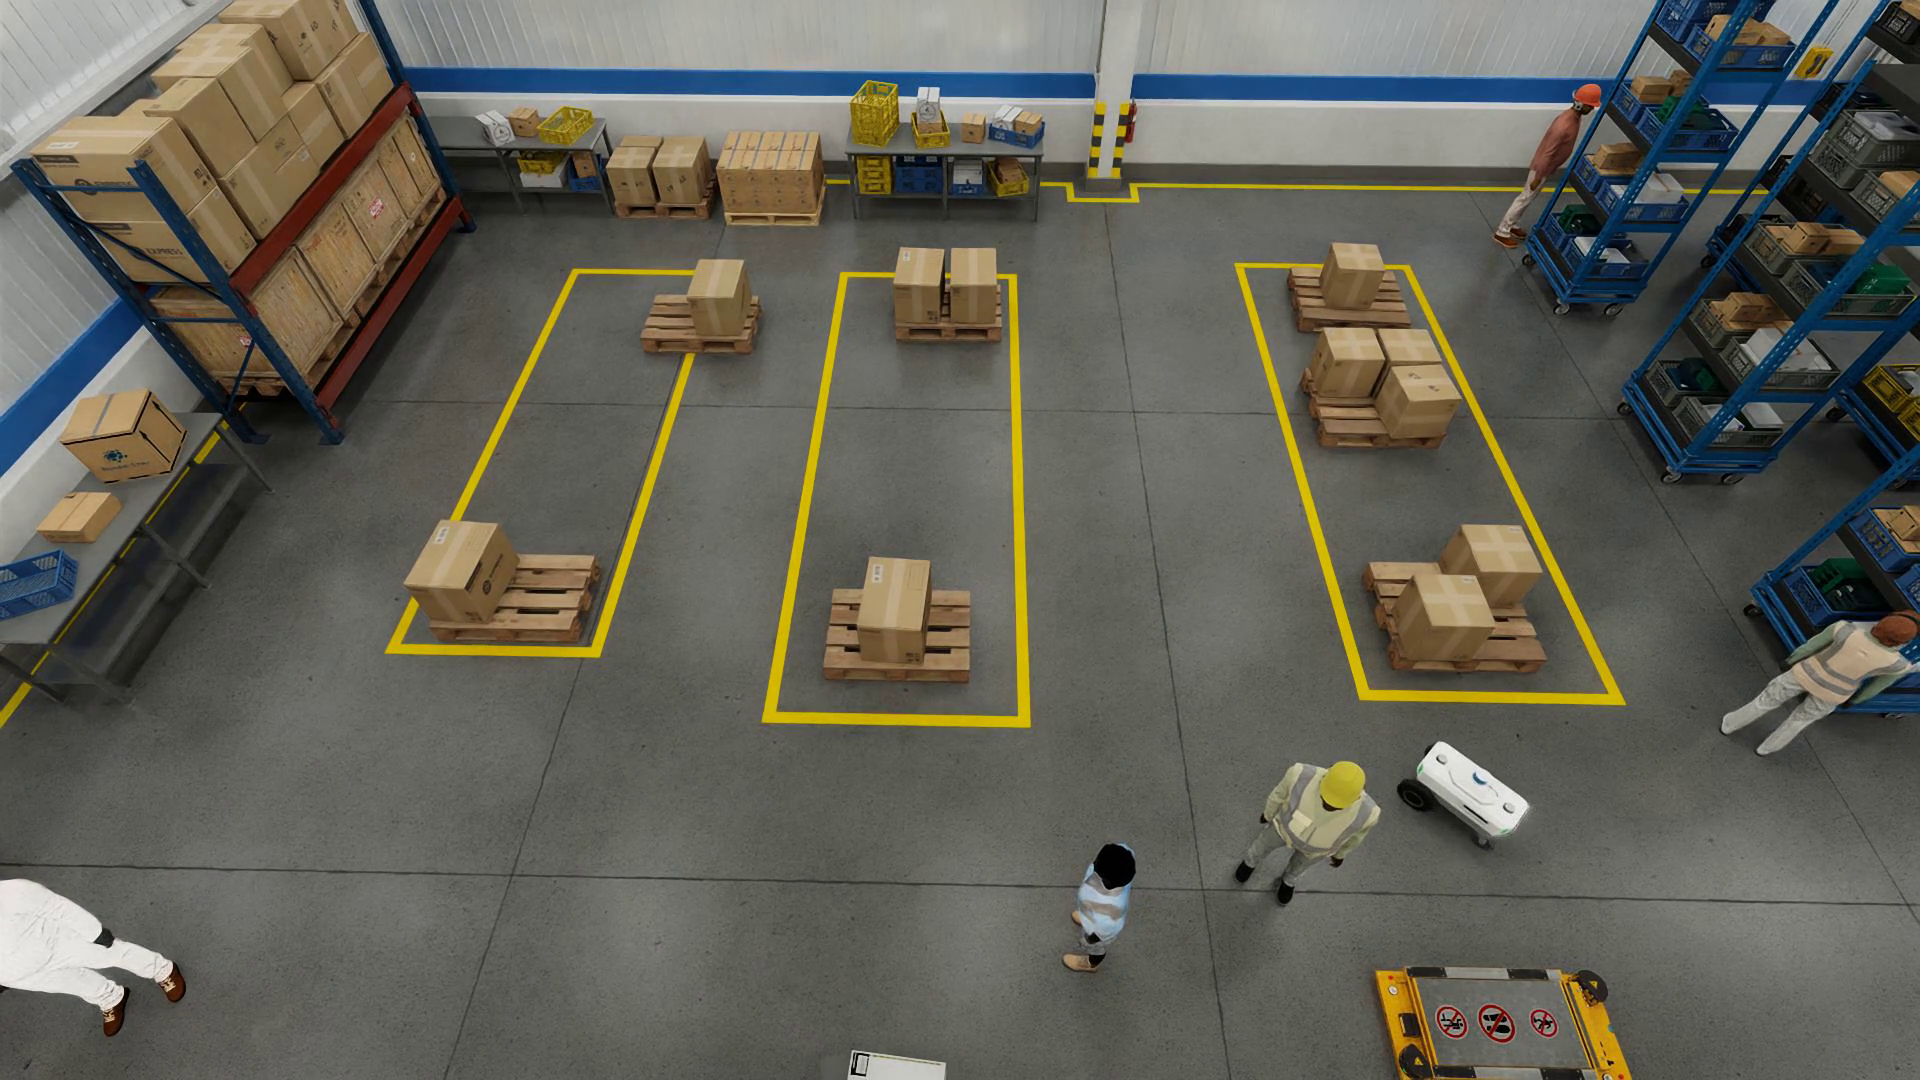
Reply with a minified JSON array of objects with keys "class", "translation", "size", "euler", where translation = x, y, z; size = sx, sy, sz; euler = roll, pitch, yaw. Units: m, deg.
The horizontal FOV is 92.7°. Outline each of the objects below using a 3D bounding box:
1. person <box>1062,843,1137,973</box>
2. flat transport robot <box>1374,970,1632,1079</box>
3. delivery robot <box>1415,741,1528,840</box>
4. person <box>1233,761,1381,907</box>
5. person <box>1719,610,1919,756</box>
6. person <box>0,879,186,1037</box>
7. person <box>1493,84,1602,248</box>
[{"class":"person","translation":[0.872,2.283,5.693],"size":[0.319,1.696,0.532],"euler":[14,52,11]},{"class":"flat transport robot","translation":[3.501,3.133,5.914],"size":[1.431,0.197,0.652],"euler":[1,51,1]},{"class":"delivery robot","translation":[3.743,1.833,6.734],"size":[0.477,0.478,0.707],"euler":[-36,59,-26]},{"class":"person","translation":[2.239,1.888,5.927],"size":[0.591,1.833,0.404],"euler":[26,55,20]},{"class":"person","translation":[6.322,1.054,6.741],"size":[0.326,1.630,0.520],"euler":[-31,57,-23]},{"class":"person","translation":[-5.444,2.455,5.417],"size":[0.641,1.913,0.407],"euler":[-25,55,-19]},{"class":"person","translation":[7.075,-4.481,11.027],"size":[0.408,1.987,0.607],"euler":[34,58,24]}]
